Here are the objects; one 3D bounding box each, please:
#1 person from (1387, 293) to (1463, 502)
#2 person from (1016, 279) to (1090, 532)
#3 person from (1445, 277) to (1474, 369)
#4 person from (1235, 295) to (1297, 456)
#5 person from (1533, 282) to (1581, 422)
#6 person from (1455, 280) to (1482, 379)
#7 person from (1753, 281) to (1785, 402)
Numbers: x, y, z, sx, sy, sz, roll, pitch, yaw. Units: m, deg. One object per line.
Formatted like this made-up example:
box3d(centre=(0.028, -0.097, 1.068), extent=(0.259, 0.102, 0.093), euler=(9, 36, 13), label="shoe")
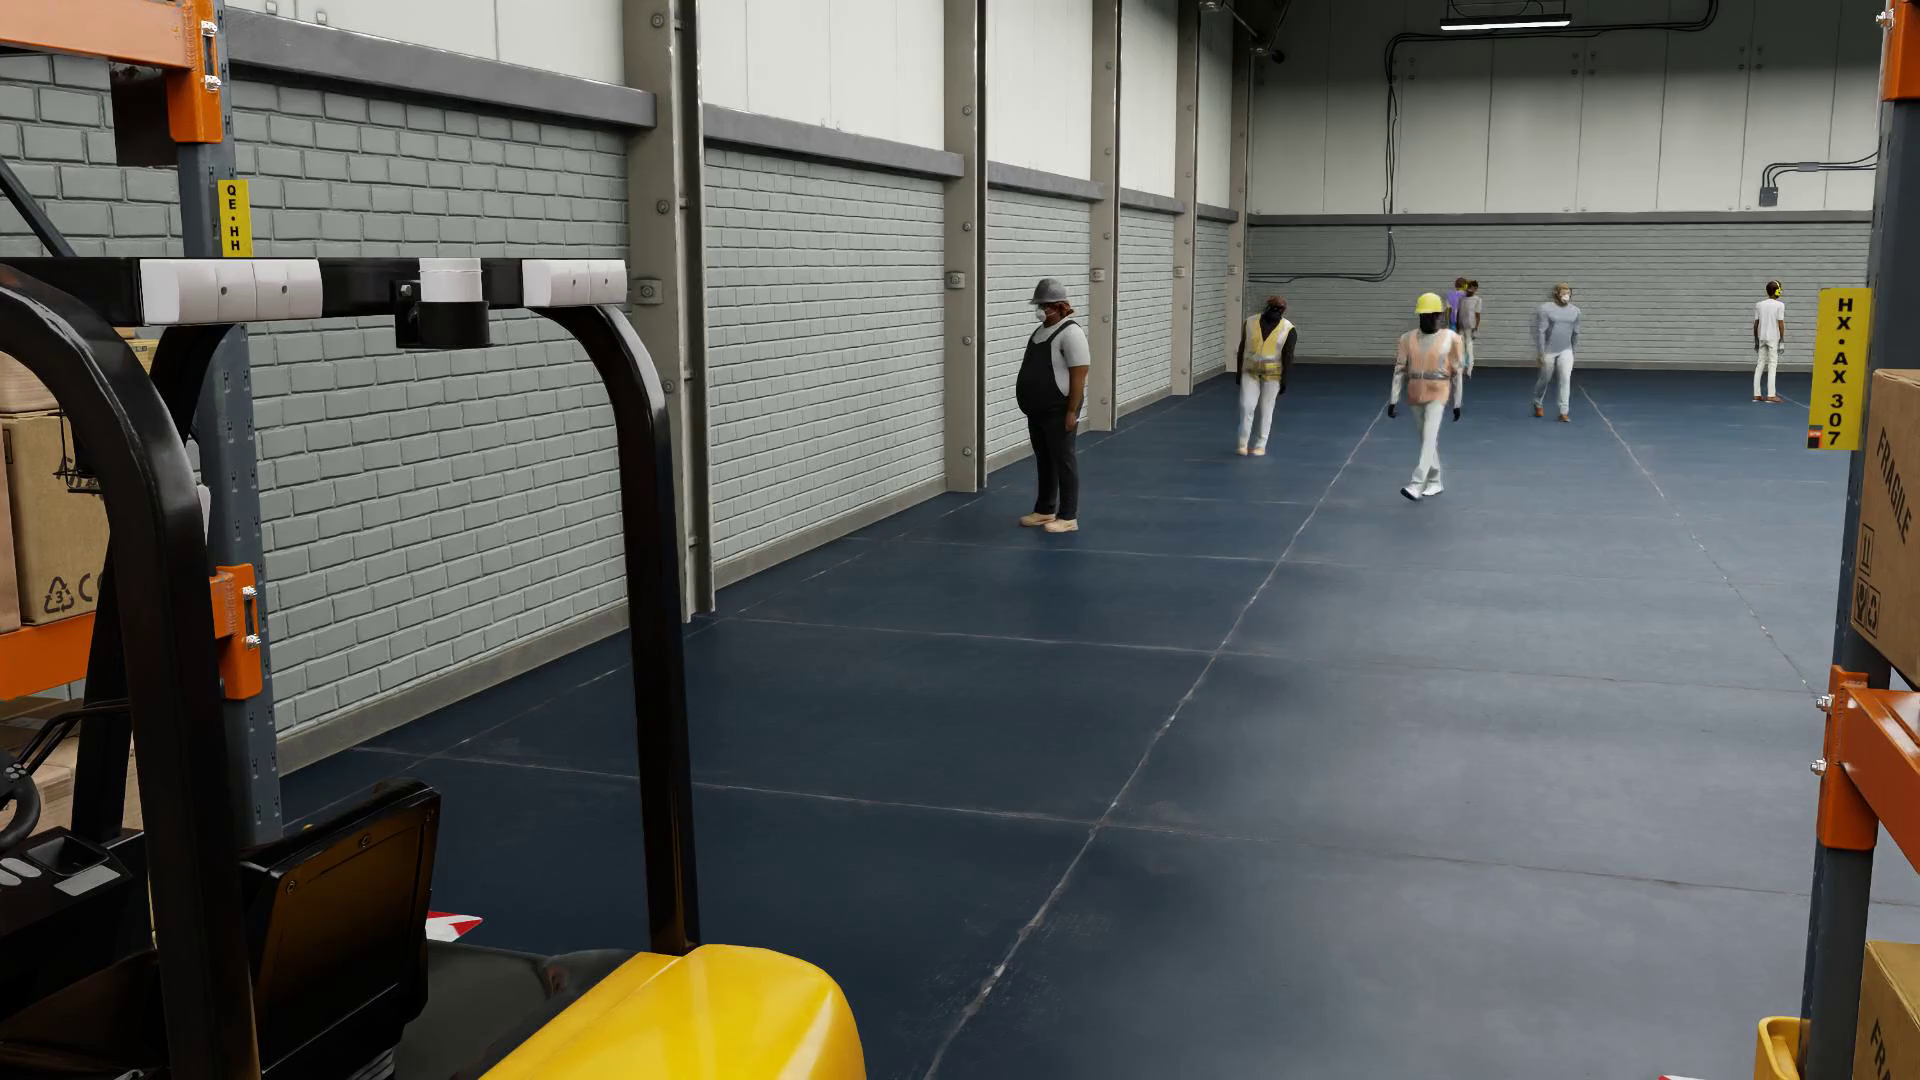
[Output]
box3d(centre=(4.209, -1.292, 15.117), extent=(0.606, 1.868, 1.004), euler=(8, 12, 40), label="person")
box3d(centre=(0.711, -1.085, 13.401), extent=(0.536, 2.000, 0.688), euler=(-5, 11, -26), label="person")
box3d(centre=(10.008, -4.337, 33.344), extent=(0.564, 1.846, 0.390), euler=(1, 10, 9), label="person")
box3d(centre=(3.368, -1.806, 18.434), extent=(0.694, 1.797, 0.557), euler=(4, 10, 20), label="person")
box3d(centre=(8.141, -2.580, 22.745), extent=(0.627, 1.908, 0.982), euler=(0, 10, 1), label="person")
box3d(centre=(9.326, -3.896, 30.783), extent=(0.396, 1.829, 0.705), euler=(-7, 12, -35), label="person")
box3d(centre=(12.485, -3.055, 25.639), extent=(0.329, 1.873, 0.512), euler=(-5, 11, -29), label="person")
